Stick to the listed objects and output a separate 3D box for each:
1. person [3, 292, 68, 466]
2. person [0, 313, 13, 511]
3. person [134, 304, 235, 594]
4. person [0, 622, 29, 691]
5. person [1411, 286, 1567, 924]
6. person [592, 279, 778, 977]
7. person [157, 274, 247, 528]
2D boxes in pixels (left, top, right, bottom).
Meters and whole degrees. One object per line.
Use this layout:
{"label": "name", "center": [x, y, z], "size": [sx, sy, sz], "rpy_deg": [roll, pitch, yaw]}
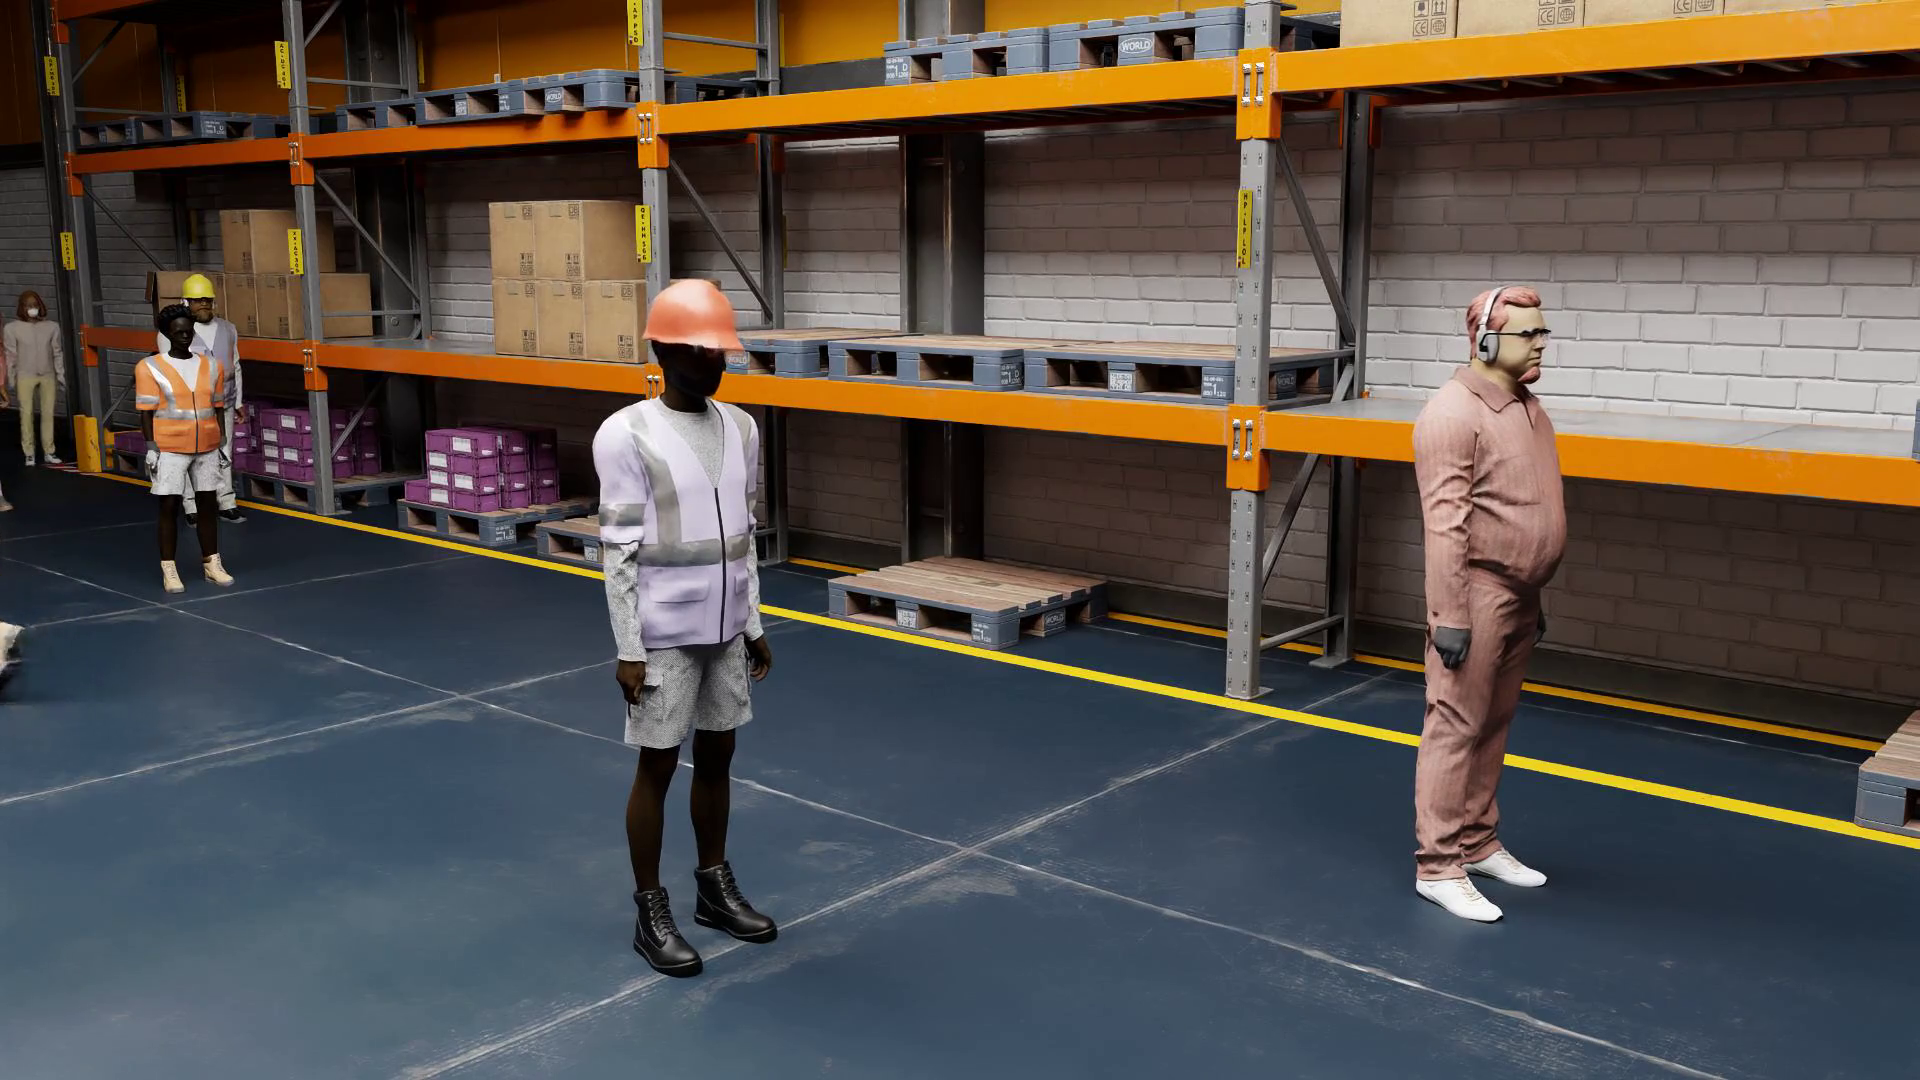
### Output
{"label": "person", "center": [-8.614, -1.494, 15.515], "size": [0.504, 1.613, 0.403], "rpy_deg": [-10, 14, -44]}
{"label": "person", "center": [-7.570, -1.185, 12.659], "size": [0.376, 1.995, 0.611], "rpy_deg": [8, 13, 39]}
{"label": "person", "center": [-4.580, -0.542, 9.850], "size": [0.318, 1.697, 0.534], "rpy_deg": [8, 13, 39]}
{"label": "person", "center": [-4.607, -0.221, 7.153], "size": [0.840, 2.016, 0.608], "rpy_deg": [-2, 10, -9]}
{"label": "person", "center": [1.634, 0.186, 5.106], "size": [0.410, 1.908, 0.643], "rpy_deg": [8, 13, 39]}
{"label": "person", "center": [-0.752, 0.240, 4.709], "size": [0.355, 1.938, 0.544], "rpy_deg": [8, 13, 39]}
{"label": "person", "center": [-5.501, -1.011, 12.129], "size": [0.404, 1.833, 0.589], "rpy_deg": [8, 13, 39]}
